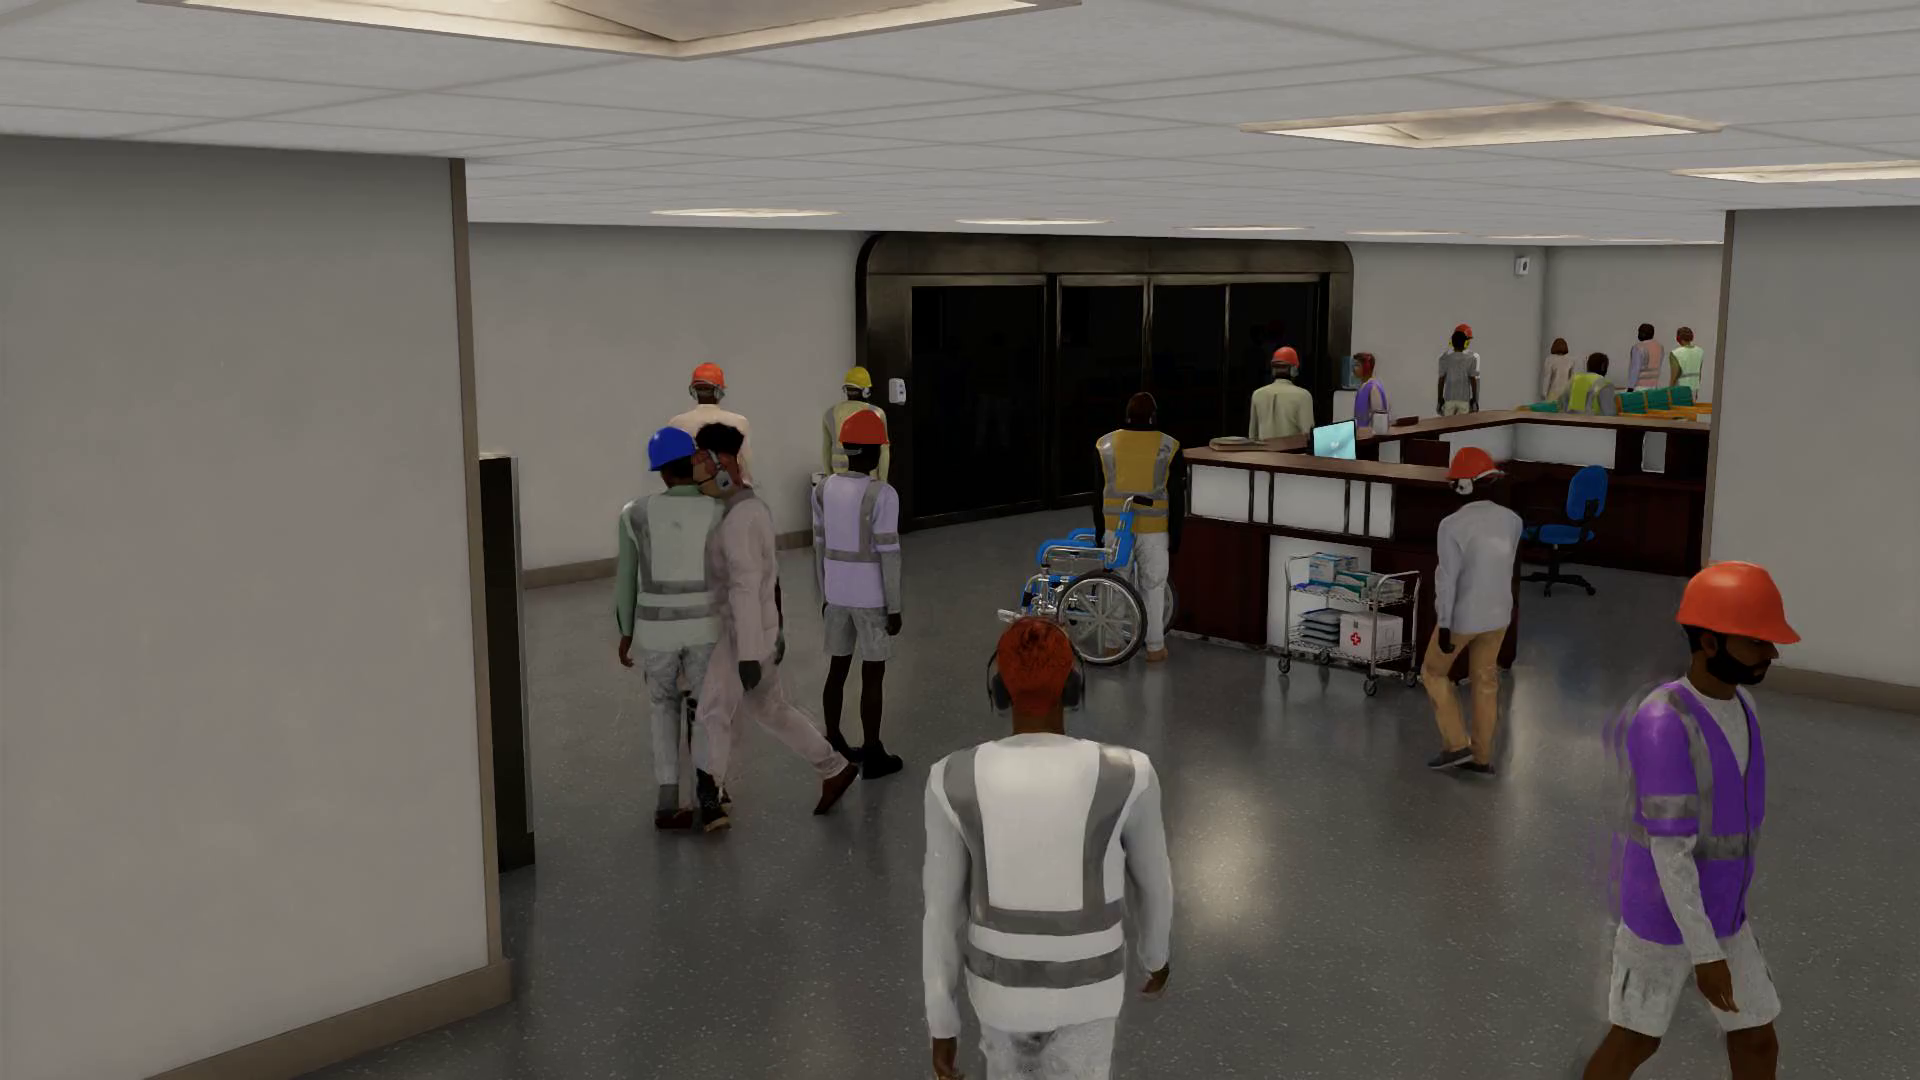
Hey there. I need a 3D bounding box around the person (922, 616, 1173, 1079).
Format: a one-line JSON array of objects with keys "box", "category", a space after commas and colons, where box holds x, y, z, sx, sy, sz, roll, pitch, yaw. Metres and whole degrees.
[{"box": [0.209, 1.097, 4.065, 0.579, 1.828, 1.018, 2, 9, 12], "category": "person"}]

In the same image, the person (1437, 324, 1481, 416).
[{"box": [6.560, -1.863, 21.856, 0.551, 1.932, 0.376, 6, 11, 33], "category": "person"}]

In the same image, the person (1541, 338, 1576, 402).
[{"box": [8.909, -2.189, 24.782, 0.509, 1.631, 0.269, -2, 9, -11], "category": "person"}]

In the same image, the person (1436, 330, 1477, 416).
[{"box": [6.449, -1.782, 21.591, 0.520, 1.862, 0.327, 4, 10, 23], "category": "person"}]

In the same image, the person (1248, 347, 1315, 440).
[{"box": [2.844, -0.702, 14.682, 0.670, 1.981, 0.476, 8, 12, 40], "category": "person"}]

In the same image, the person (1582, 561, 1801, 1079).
[{"box": [2.025, 1.002, 4.428, 0.552, 1.896, 0.856, -7, 11, -35], "category": "person"}]

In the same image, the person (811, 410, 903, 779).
[{"box": [-0.517, 0.283, 8.724, 0.545, 1.931, 0.380, 7, 11, 36], "category": "person"}]

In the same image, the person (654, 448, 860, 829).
[{"box": [-0.961, 0.454, 7.919, 0.928, 1.853, 0.714, -1, 9, -3], "category": "person"}]

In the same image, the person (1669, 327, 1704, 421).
[{"box": [10.255, -2.091, 23.550, 0.563, 1.838, 0.390, -4, 10, -22], "category": "person"}]

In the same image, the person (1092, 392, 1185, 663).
[{"box": [1.202, -0.081, 11.253, 0.633, 1.835, 0.429, 2, 10, 14], "category": "person"}]

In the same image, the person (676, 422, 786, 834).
[{"box": [-1.119, 0.413, 7.883, 0.623, 1.930, 0.847, -4, 10, -25], "category": "person"}]

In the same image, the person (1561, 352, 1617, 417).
[{"box": [6.746, -1.133, 17.950, 1.078, 1.769, 0.671, -3, 10, -17], "category": "person"}]

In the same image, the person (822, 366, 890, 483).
[{"box": [-0.872, -0.556, 14.149, 0.591, 1.833, 0.404, 3, 10, 19], "category": "person"}]

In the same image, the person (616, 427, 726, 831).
[{"box": [-1.287, 0.428, 7.865, 0.660, 1.916, 0.441, 0, 9, -3], "category": "person"}]

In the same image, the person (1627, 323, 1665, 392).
[{"box": [10.263, -2.330, 25.011, 0.624, 1.844, 0.429, -5, 11, -30], "category": "person"}]

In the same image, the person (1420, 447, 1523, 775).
[{"box": [2.671, 0.377, 8.721, 0.569, 1.737, 0.371, -4, 10, -24], "category": "person"}]

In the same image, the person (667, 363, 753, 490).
[{"box": [-1.788, -0.268, 11.914, 0.612, 1.987, 0.401, -1, 9, -6], "category": "person"}]
